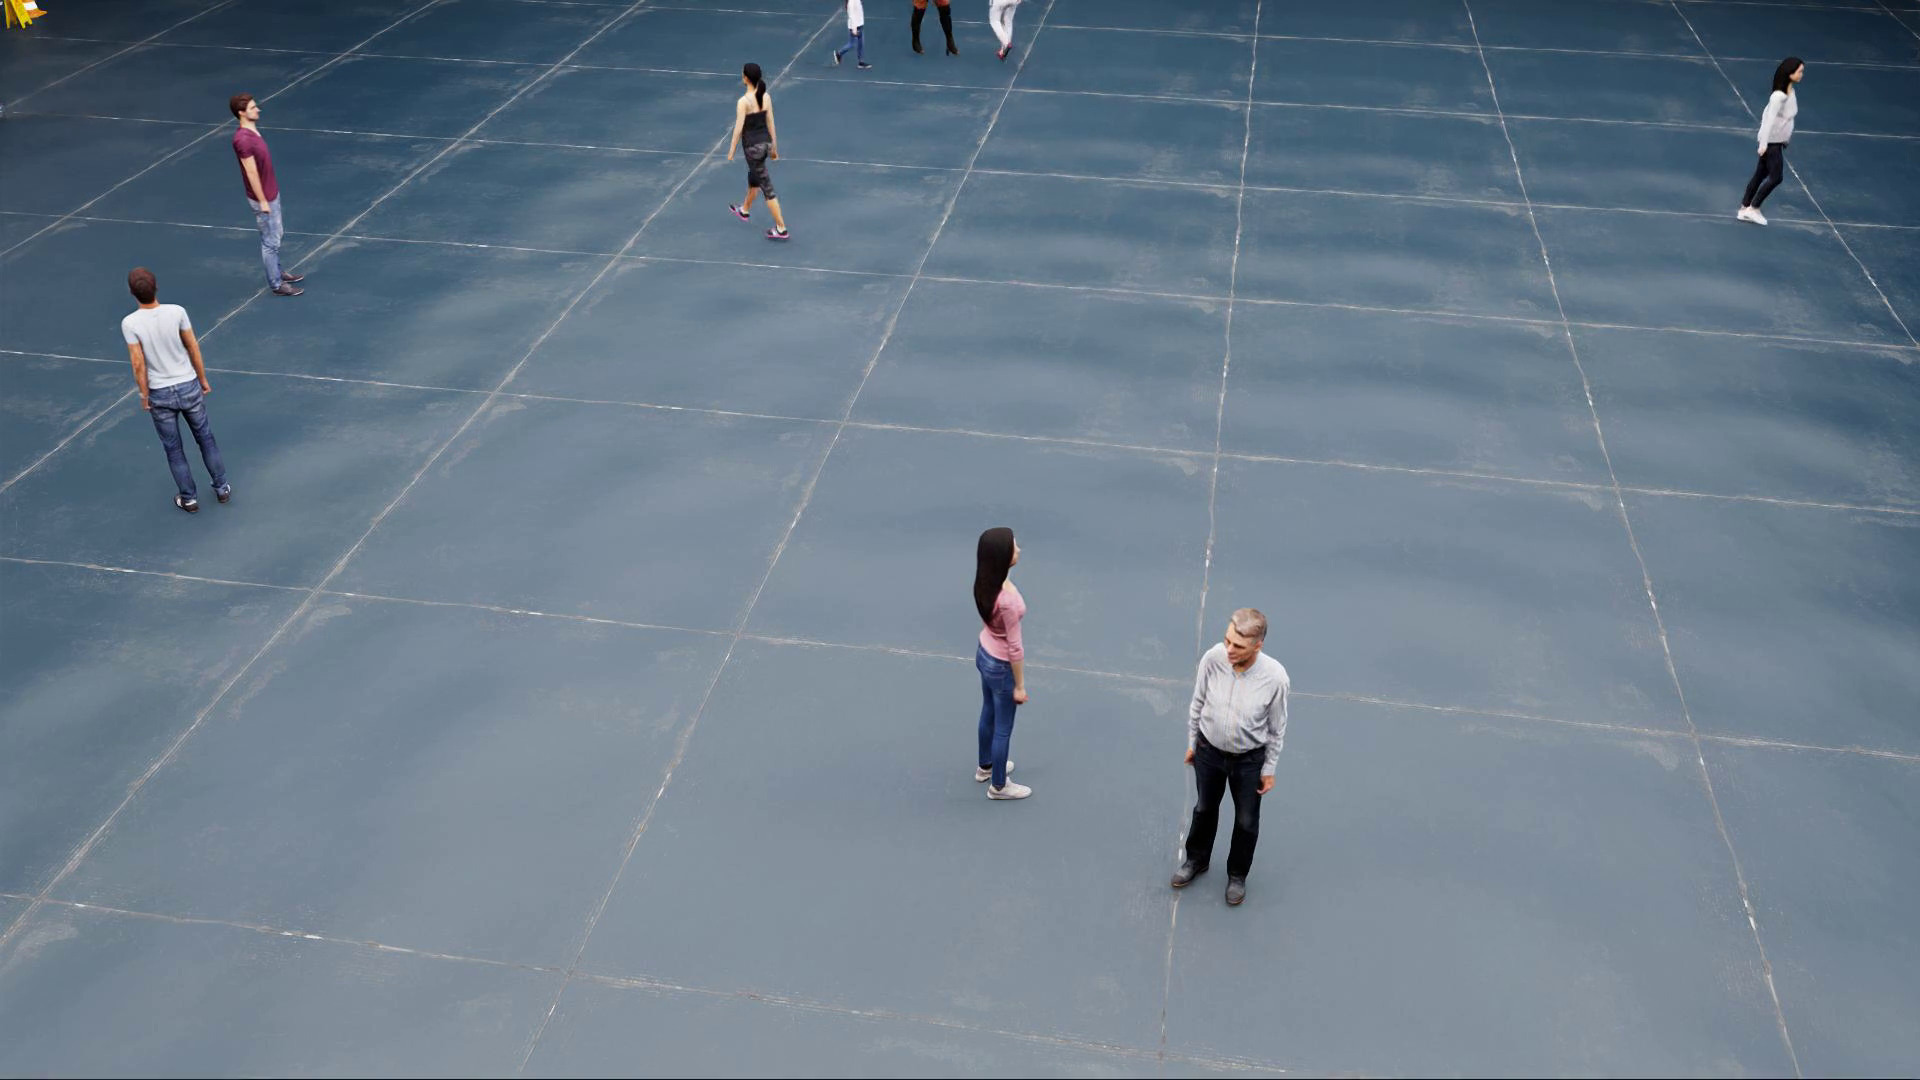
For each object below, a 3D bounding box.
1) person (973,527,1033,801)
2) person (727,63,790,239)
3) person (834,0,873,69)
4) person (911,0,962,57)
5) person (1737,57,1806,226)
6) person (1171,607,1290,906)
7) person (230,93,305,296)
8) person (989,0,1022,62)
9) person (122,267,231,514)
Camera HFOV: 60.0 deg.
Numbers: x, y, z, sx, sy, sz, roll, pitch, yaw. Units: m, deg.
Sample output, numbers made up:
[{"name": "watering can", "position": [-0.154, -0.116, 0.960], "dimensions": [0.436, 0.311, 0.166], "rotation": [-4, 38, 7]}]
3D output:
[{"name": "person", "position": [0.218, 0.678, 9.232], "dimensions": [0.664, 1.743, 0.646], "rotation": [-11, 34, -17]}, {"name": "person", "position": [-1.917, -3.777, 16.342], "dimensions": [1.163, 1.692, 0.899], "rotation": [20, 37, 29]}, {"name": "person", "position": [-1.397, -6.634, 21.424], "dimensions": [0.749, 1.102, 0.530], "rotation": [12, 34, 18]}, {"name": "person", "position": [-0.491, -7.247, 21.723], "dimensions": [1.004, 1.820, 1.119], "rotation": [-25, 40, -34]}, {"name": "person", "position": [8.075, -4.017, 16.722], "dimensions": [0.740, 1.693, 0.738], "rotation": [22, 38, 31]}, {"name": "person", "position": [1.403, 1.078, 8.529], "dimensions": [0.616, 1.816, 0.778], "rotation": [16, 36, 24]}, {"name": "person", "position": [-6.394, -3.179, 15.241], "dimensions": [0.718, 1.855, 0.736], "rotation": [-9, 33, -14]}, {"name": "person", "position": [0.598, -6.989, 21.523], "dimensions": [0.794, 1.597, 0.849], "rotation": [-14, 35, -21]}, {"name": "person", "position": [-5.622, -1.075, 11.895], "dimensions": [0.702, 1.866, 0.749], "rotation": [-23, 39, -32]}]
